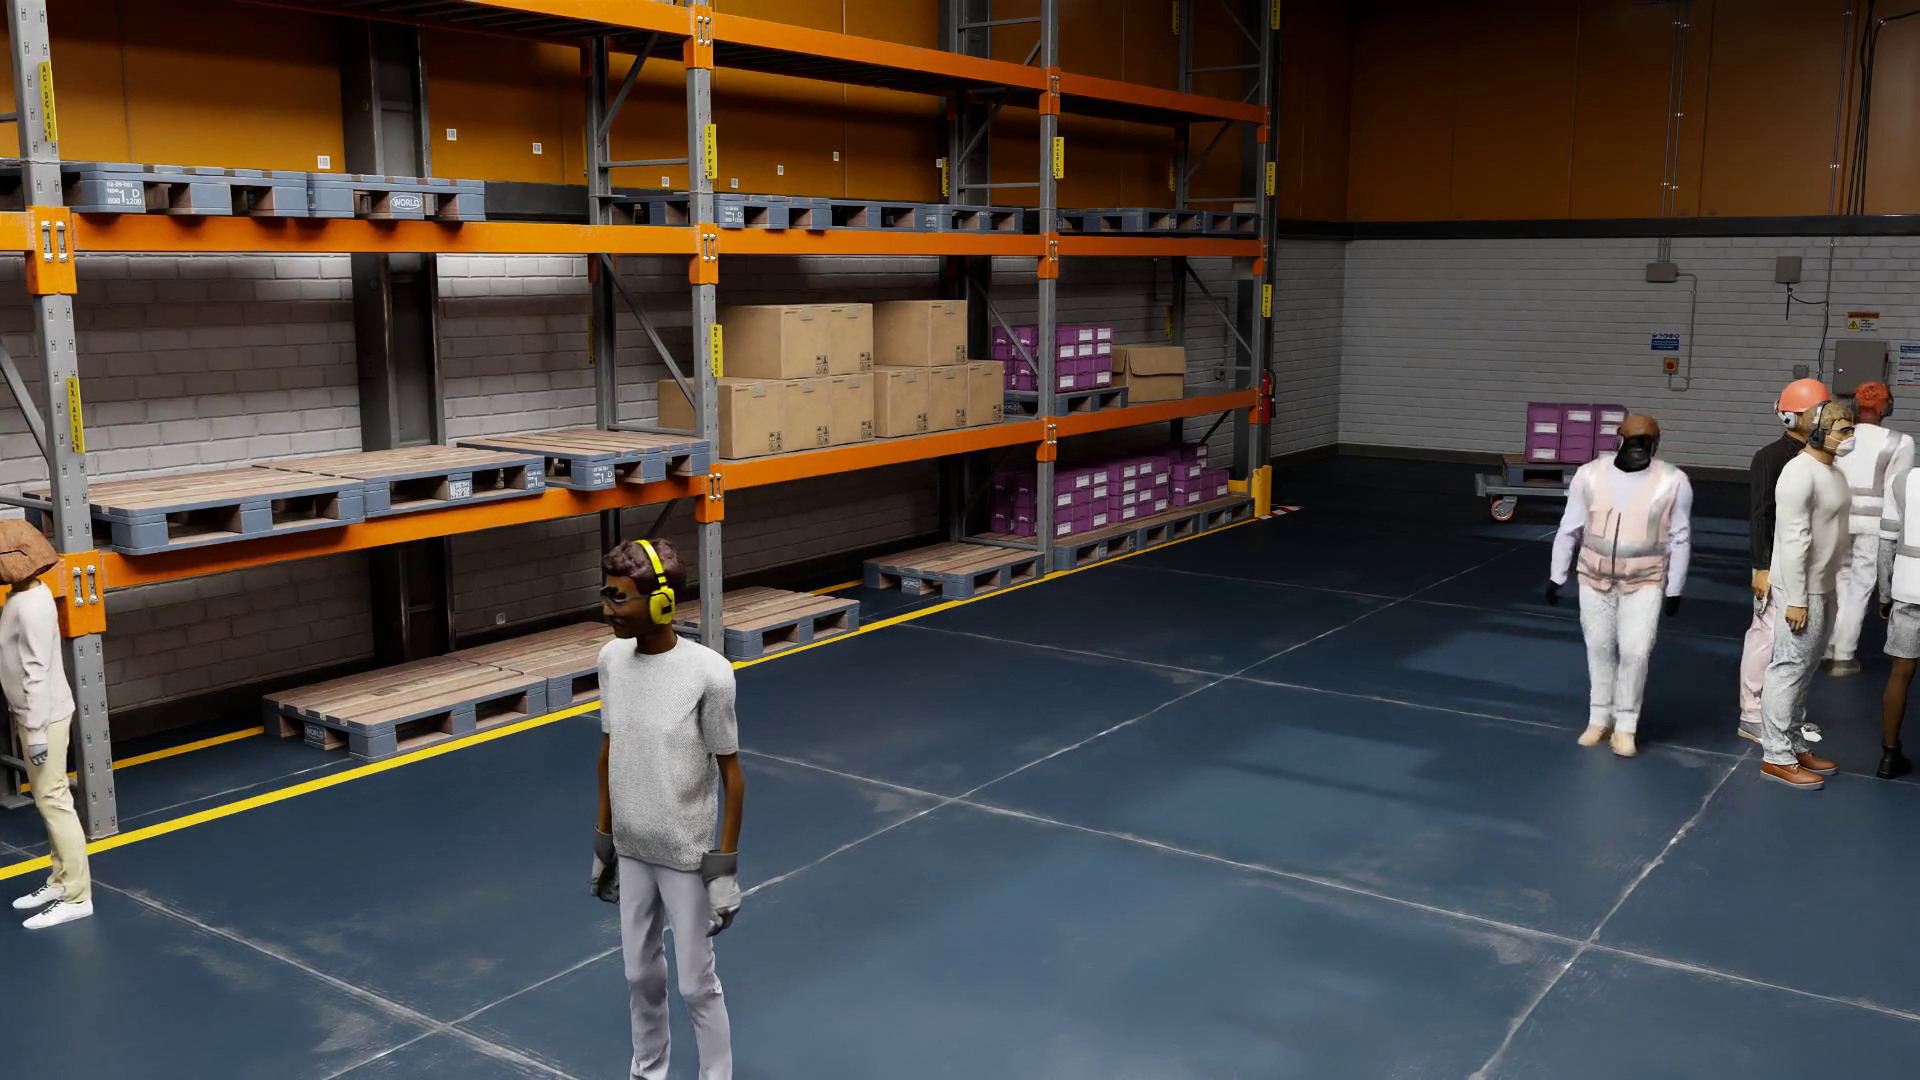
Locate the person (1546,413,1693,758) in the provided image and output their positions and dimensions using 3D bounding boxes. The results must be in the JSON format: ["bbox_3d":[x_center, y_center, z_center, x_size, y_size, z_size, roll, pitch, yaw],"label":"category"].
[{"bbox_3d":[3.505,0.235,8.899,0.686,1.827,0.543,7,12,35],"label":"person"}]

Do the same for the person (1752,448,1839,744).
[{"bbox_3d":[4.548,0.299,9.064,0.497,1.636,0.286,-2,10,-9],"label":"person"}]

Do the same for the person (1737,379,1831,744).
[{"bbox_3d":[4.529,0.117,9.080,0.622,1.994,0.381,-6,11,-33],"label":"person"}]

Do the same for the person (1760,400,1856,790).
[{"bbox_3d":[4.279,0.263,8.375,0.373,1.940,0.630,8,12,40],"label":"person"}]

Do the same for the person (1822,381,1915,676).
[{"bbox_3d":[5.773,-0.079,10.612,0.641,1.862,0.573,-7,12,-37],"label":"person"}]

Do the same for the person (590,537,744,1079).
[{"bbox_3d":[-0.849,0.910,4.749,0.535,1.862,0.313,6,11,30],"label":"person"}]

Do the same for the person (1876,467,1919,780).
[{"bbox_3d":[4.891,0.274,8.319,0.373,1.933,0.551,-7,12,-38],"label":"person"}]

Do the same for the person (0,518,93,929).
[{"bbox_3d":[-3.670,0.719,6.601,0.282,1.625,0.492,-6,11,-31],"label":"person"}]
